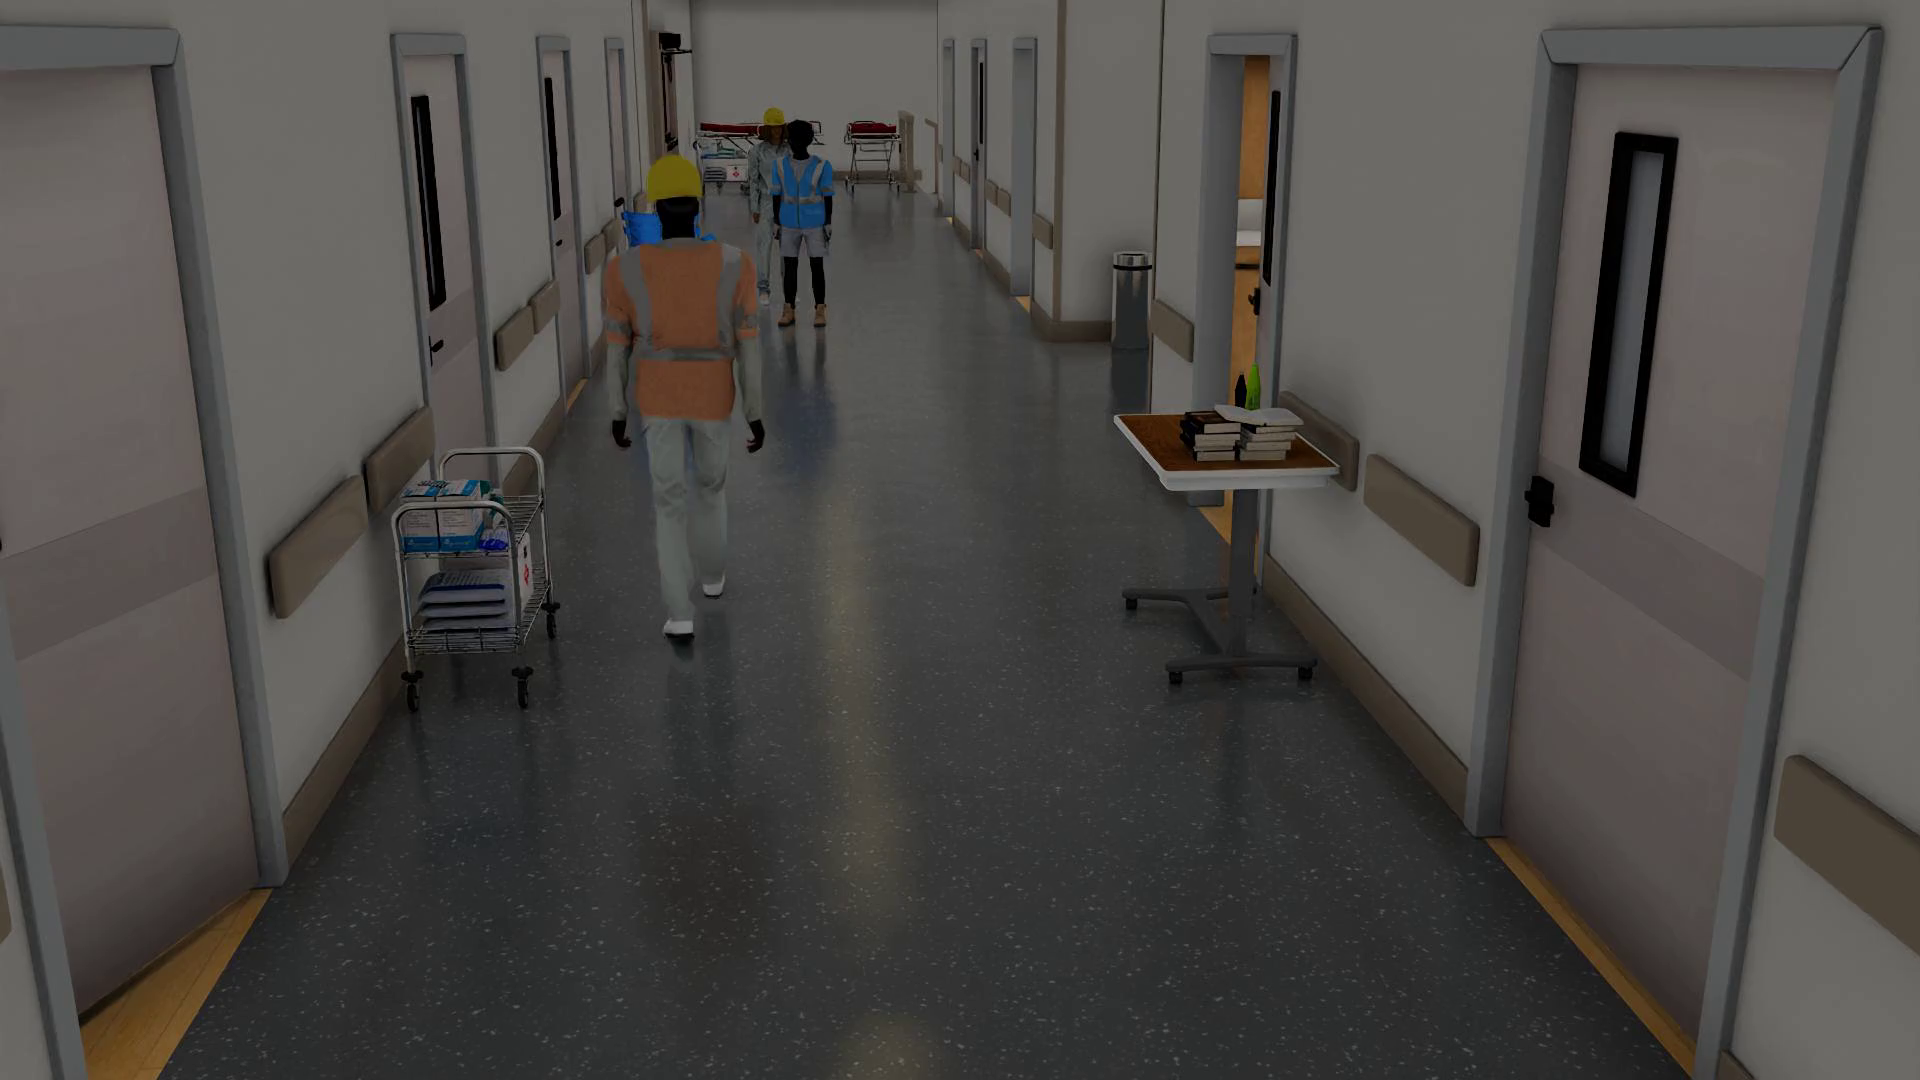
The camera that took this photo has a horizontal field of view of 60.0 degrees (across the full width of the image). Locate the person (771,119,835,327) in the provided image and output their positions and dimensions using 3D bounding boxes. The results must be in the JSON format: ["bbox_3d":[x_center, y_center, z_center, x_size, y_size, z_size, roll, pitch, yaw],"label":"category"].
[{"bbox_3d":[-1.299,-2.609,13.751,0.537,1.698,0.320,2,17,8],"label":"person"}]

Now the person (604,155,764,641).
[{"bbox_3d":[-1.104,-0.579,6.663,0.603,1.885,0.898,-4,17,-12],"label":"person"}]

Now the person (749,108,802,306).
[{"bbox_3d":[-1.641,-2.983,14.930,0.487,1.744,0.297,-7,18,-23],"label":"person"}]
